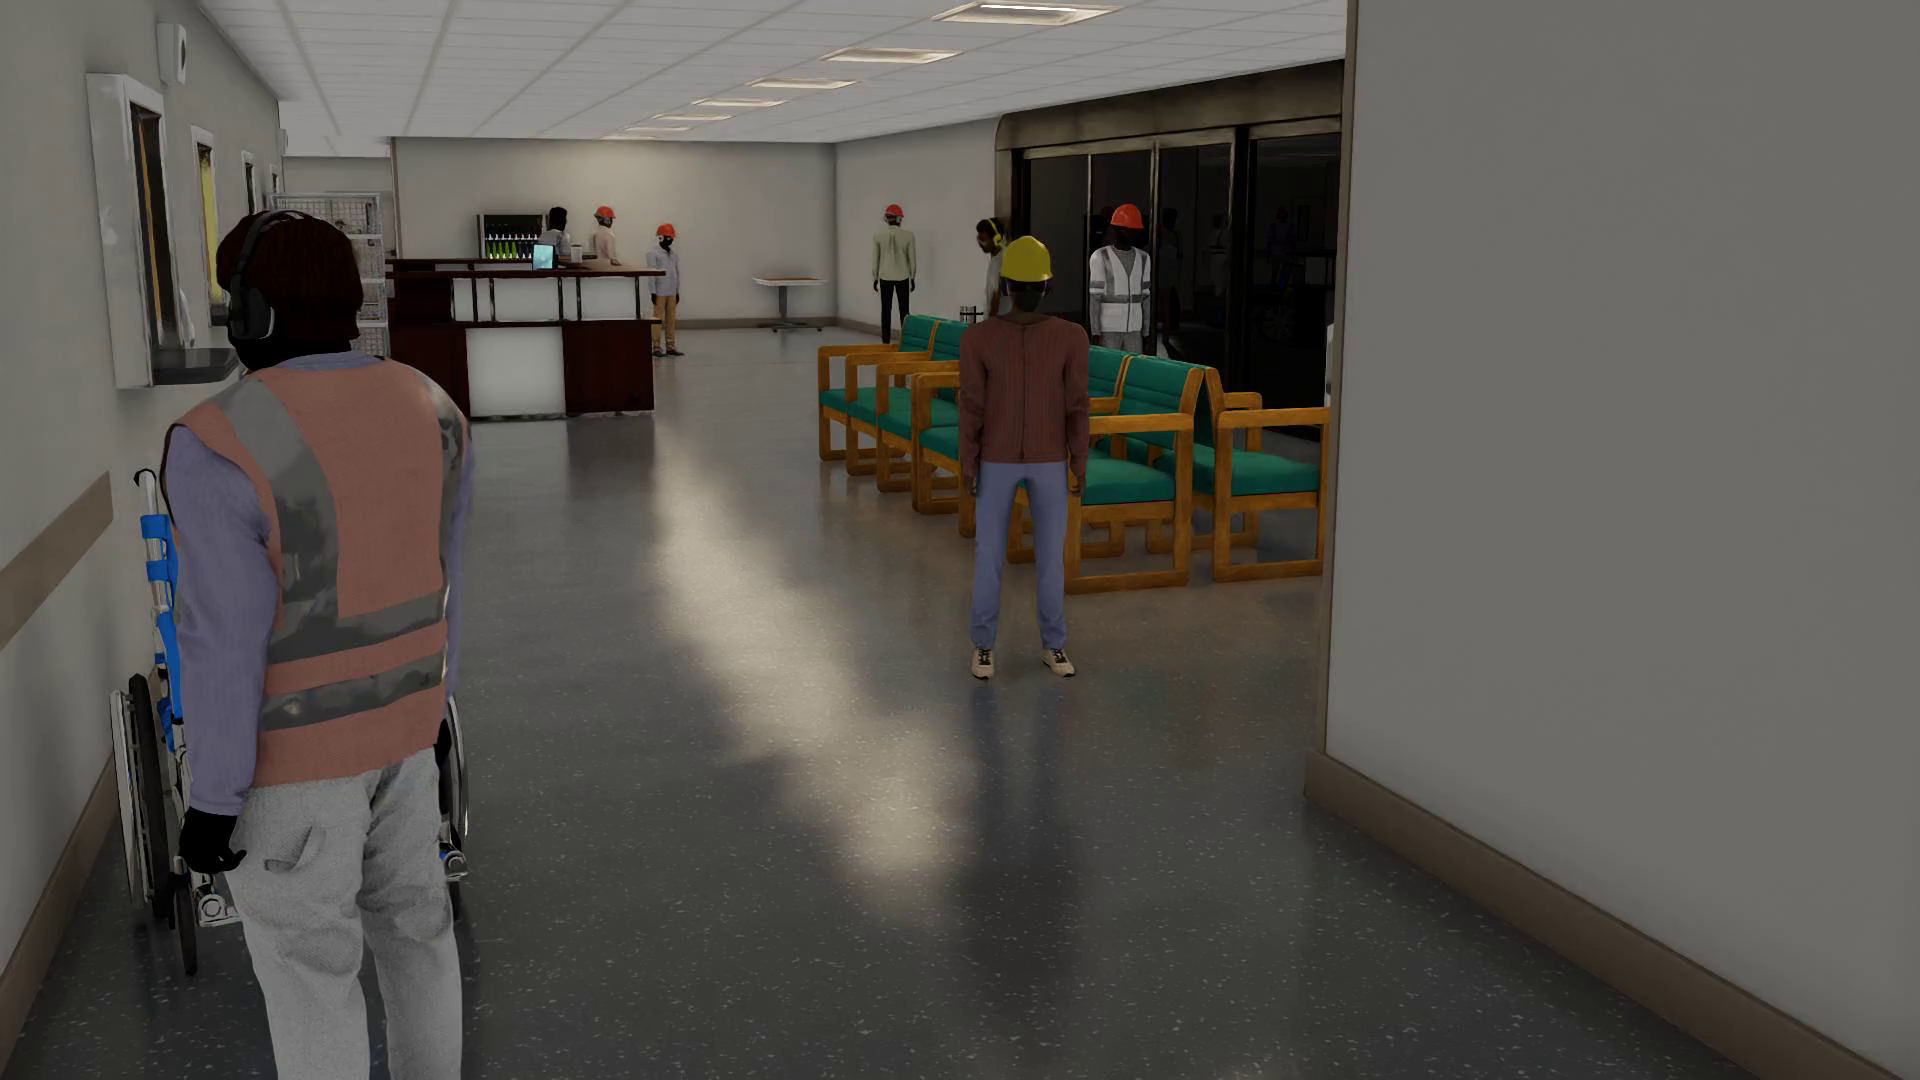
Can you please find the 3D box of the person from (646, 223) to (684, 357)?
[{"bbox_3d":[-3.848,-3.268,21.775,0.351,1.743,0.564,7,13,32],"label":"person"}]

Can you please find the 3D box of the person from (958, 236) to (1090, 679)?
[{"bbox_3d":[0.255,-0.309,6.569,0.522,1.758,0.350,-1,11,-5],"label":"person"}]

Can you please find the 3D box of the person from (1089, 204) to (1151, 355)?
[{"bbox_3d":[1.295,-1.704,13.295,0.549,1.930,0.390,-5,12,-23],"label":"person"}]

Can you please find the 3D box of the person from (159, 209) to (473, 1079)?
[{"bbox_3d":[-1.126,0.355,2.936,0.429,1.843,0.633,4,12,21],"label":"person"}]

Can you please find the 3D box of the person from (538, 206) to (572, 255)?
[{"bbox_3d":[-5.592,-3.655,23.189,0.612,1.964,0.364,7,13,32],"label":"person"}]

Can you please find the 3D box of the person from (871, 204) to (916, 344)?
[{"bbox_3d":[-0.908,-3.614,22.913,0.612,1.991,0.392,0,11,2],"label":"person"}]

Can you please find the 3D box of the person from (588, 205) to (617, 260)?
[{"bbox_3d":[-5.143,-3.842,24.116,0.414,1.987,0.612,-10,15,-41],"label":"person"}]

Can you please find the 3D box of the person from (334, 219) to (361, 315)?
[{"bbox_3d":[-11.216,-4.938,30.296,0.539,1.777,0.854,-3,11,-13],"label":"person"}]
